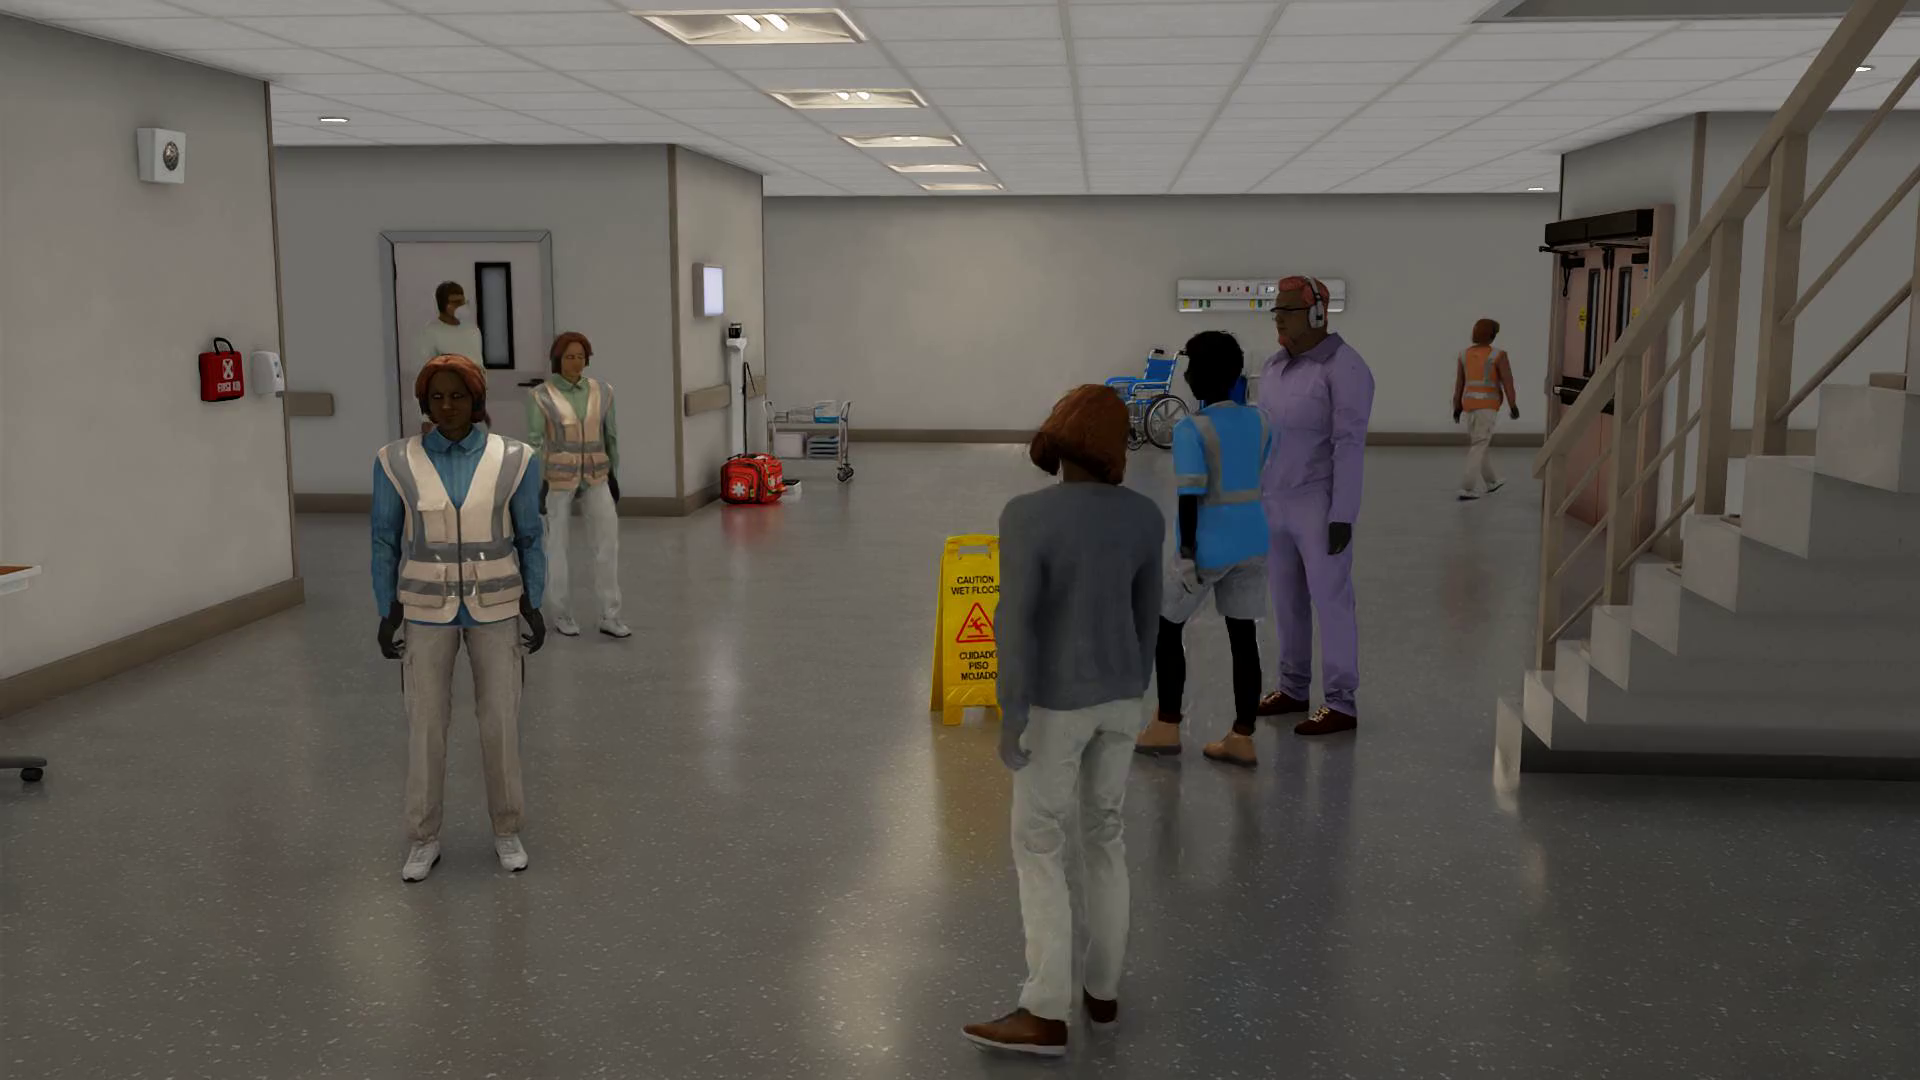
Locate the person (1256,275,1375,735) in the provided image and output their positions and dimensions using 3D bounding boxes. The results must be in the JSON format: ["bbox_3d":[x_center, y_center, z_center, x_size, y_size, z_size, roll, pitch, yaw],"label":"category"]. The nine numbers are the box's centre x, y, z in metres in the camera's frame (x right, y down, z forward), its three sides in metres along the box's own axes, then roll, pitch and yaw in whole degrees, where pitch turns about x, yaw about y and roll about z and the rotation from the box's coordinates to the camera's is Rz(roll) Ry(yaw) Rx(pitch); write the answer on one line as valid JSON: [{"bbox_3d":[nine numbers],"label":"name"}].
[{"bbox_3d":[1.424,-0.147,6.969,0.397,1.899,0.644,-4,9,-26],"label":"person"}]

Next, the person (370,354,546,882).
[{"bbox_3d":[-1.553,0.240,5.189,0.520,1.639,0.312,-2,9,-16],"label":"person"}]

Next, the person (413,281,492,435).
[{"bbox_3d":[-3.817,-0.964,12.408,0.565,1.924,0.642,4,9,25],"label":"person"}]

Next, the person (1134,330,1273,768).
[{"bbox_3d":[0.939,0.030,6.474,0.544,1.676,0.634,-6,10,-36],"label":"person"}]

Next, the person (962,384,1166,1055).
[{"bbox_3d":[0.260,0.425,4.077,0.629,1.596,0.409,-6,10,-36],"label":"person"}]

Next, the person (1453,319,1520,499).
[{"bbox_3d":[4.744,-1.172,14.915,0.821,1.599,0.525,-5,10,-32],"label":"person"}]

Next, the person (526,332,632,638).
[{"bbox_3d":[-1.986,-0.270,8.707,0.550,1.611,0.680,-6,10,-35],"label":"person"}]
